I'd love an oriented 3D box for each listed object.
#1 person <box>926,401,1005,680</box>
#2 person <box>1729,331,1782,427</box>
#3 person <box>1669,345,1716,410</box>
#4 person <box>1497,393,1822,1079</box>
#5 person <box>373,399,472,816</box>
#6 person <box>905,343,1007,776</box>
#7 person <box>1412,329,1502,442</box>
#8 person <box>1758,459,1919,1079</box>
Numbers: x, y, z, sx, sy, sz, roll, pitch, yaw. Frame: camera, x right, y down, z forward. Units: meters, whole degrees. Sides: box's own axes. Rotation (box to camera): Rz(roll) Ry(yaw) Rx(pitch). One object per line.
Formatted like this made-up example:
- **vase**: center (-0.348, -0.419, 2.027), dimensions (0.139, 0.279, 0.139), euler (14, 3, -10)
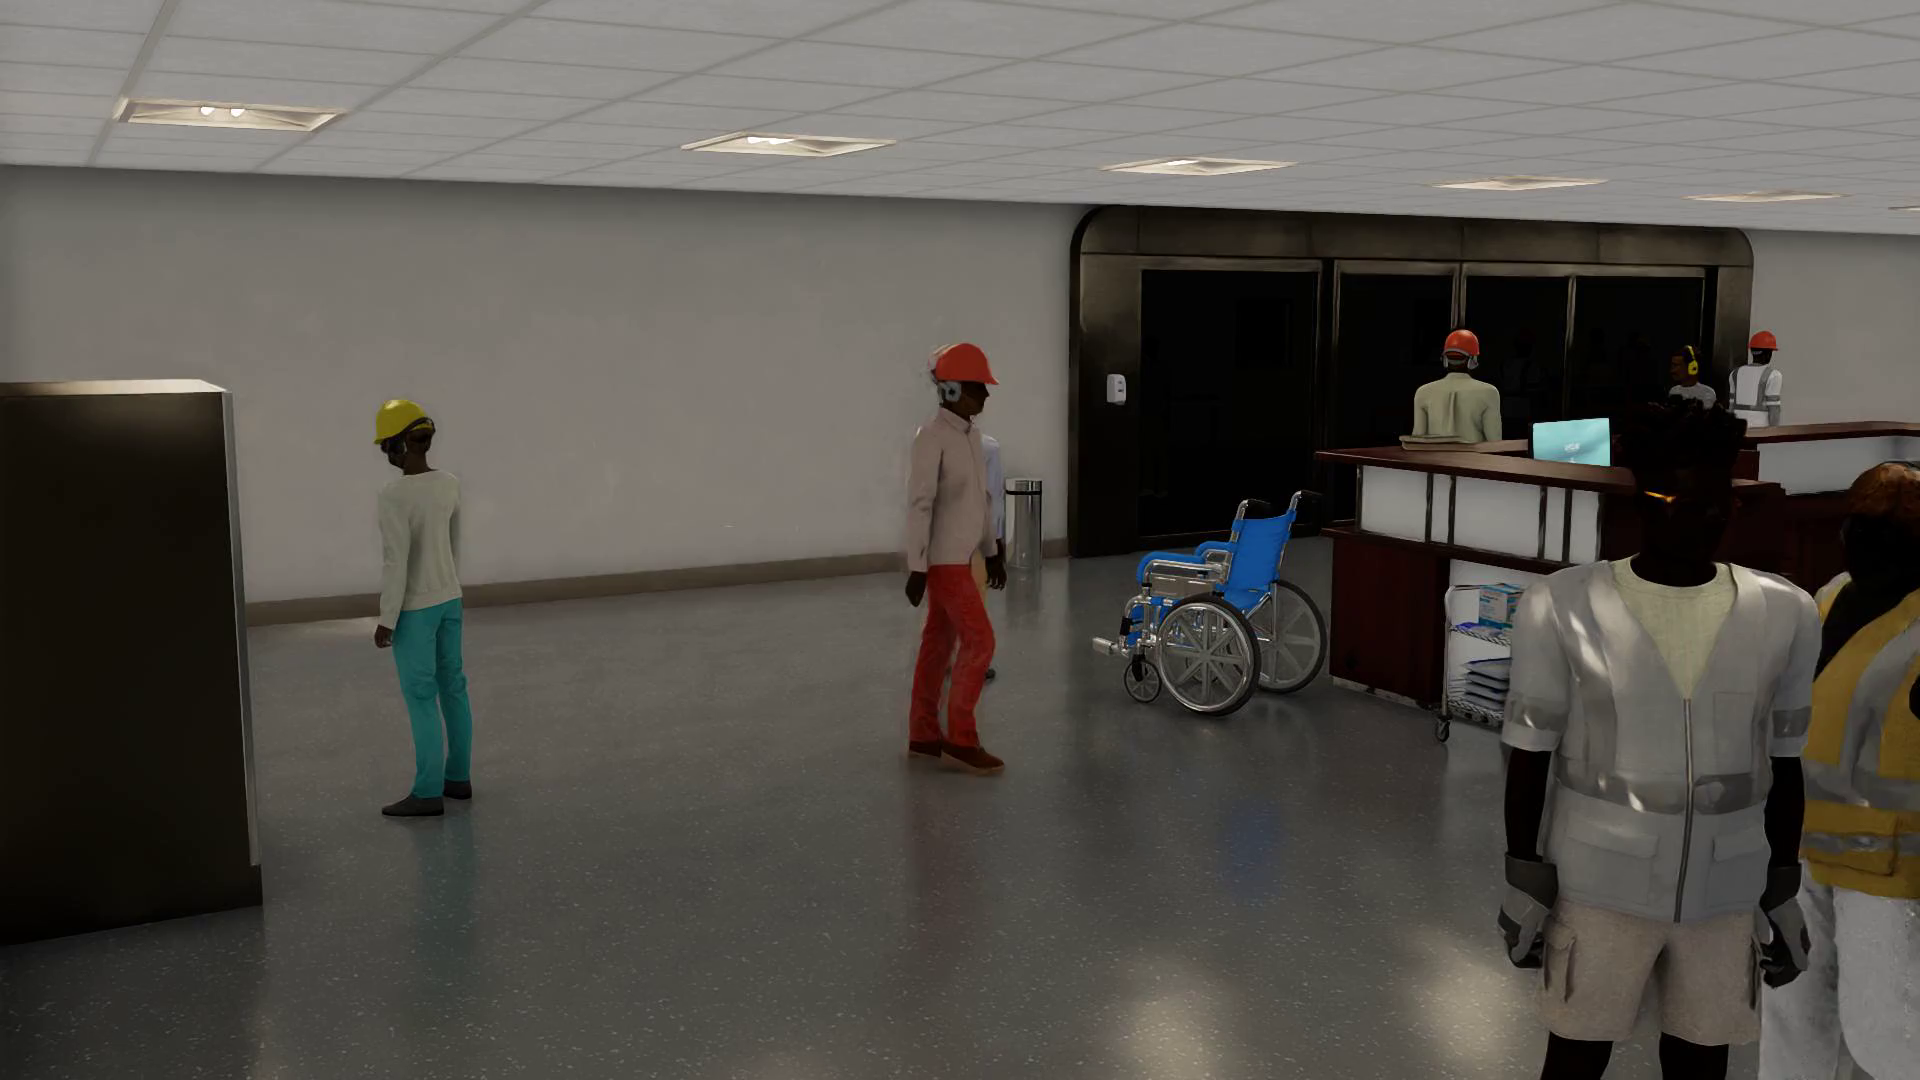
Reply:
- **person**: center (0.003, -0.057, 9.555), dimensions (0.564, 1.743, 0.352), euler (4, 9, 24)
- **person**: center (7.760, -1.067, 16.227), dimensions (0.392, 1.929, 0.546), euler (-4, 9, -27)
- **person**: center (5.594, -0.570, 12.842), dimensions (0.312, 1.864, 0.532), euler (-2, 8, -15)
- **person**: center (1.407, 0.686, 3.374), dimensions (0.615, 1.964, 0.361), euler (1, 8, 6)
- **person**: center (-2.293, 0.286, 7.030), dimensions (0.328, 1.759, 0.524), euler (2, 8, 15)
- **person**: center (0.031, 0.087, 7.675), dimensions (0.679, 1.969, 0.617), euler (2, 8, 14)
- **person**: center (3.437, -0.452, 11.507), dimensions (0.610, 1.996, 0.378), euler (4, 9, 29)
- **person**: center (2.128, 0.715, 3.740), dimensions (0.746, 1.816, 0.622), euler (0, 8, 2)
